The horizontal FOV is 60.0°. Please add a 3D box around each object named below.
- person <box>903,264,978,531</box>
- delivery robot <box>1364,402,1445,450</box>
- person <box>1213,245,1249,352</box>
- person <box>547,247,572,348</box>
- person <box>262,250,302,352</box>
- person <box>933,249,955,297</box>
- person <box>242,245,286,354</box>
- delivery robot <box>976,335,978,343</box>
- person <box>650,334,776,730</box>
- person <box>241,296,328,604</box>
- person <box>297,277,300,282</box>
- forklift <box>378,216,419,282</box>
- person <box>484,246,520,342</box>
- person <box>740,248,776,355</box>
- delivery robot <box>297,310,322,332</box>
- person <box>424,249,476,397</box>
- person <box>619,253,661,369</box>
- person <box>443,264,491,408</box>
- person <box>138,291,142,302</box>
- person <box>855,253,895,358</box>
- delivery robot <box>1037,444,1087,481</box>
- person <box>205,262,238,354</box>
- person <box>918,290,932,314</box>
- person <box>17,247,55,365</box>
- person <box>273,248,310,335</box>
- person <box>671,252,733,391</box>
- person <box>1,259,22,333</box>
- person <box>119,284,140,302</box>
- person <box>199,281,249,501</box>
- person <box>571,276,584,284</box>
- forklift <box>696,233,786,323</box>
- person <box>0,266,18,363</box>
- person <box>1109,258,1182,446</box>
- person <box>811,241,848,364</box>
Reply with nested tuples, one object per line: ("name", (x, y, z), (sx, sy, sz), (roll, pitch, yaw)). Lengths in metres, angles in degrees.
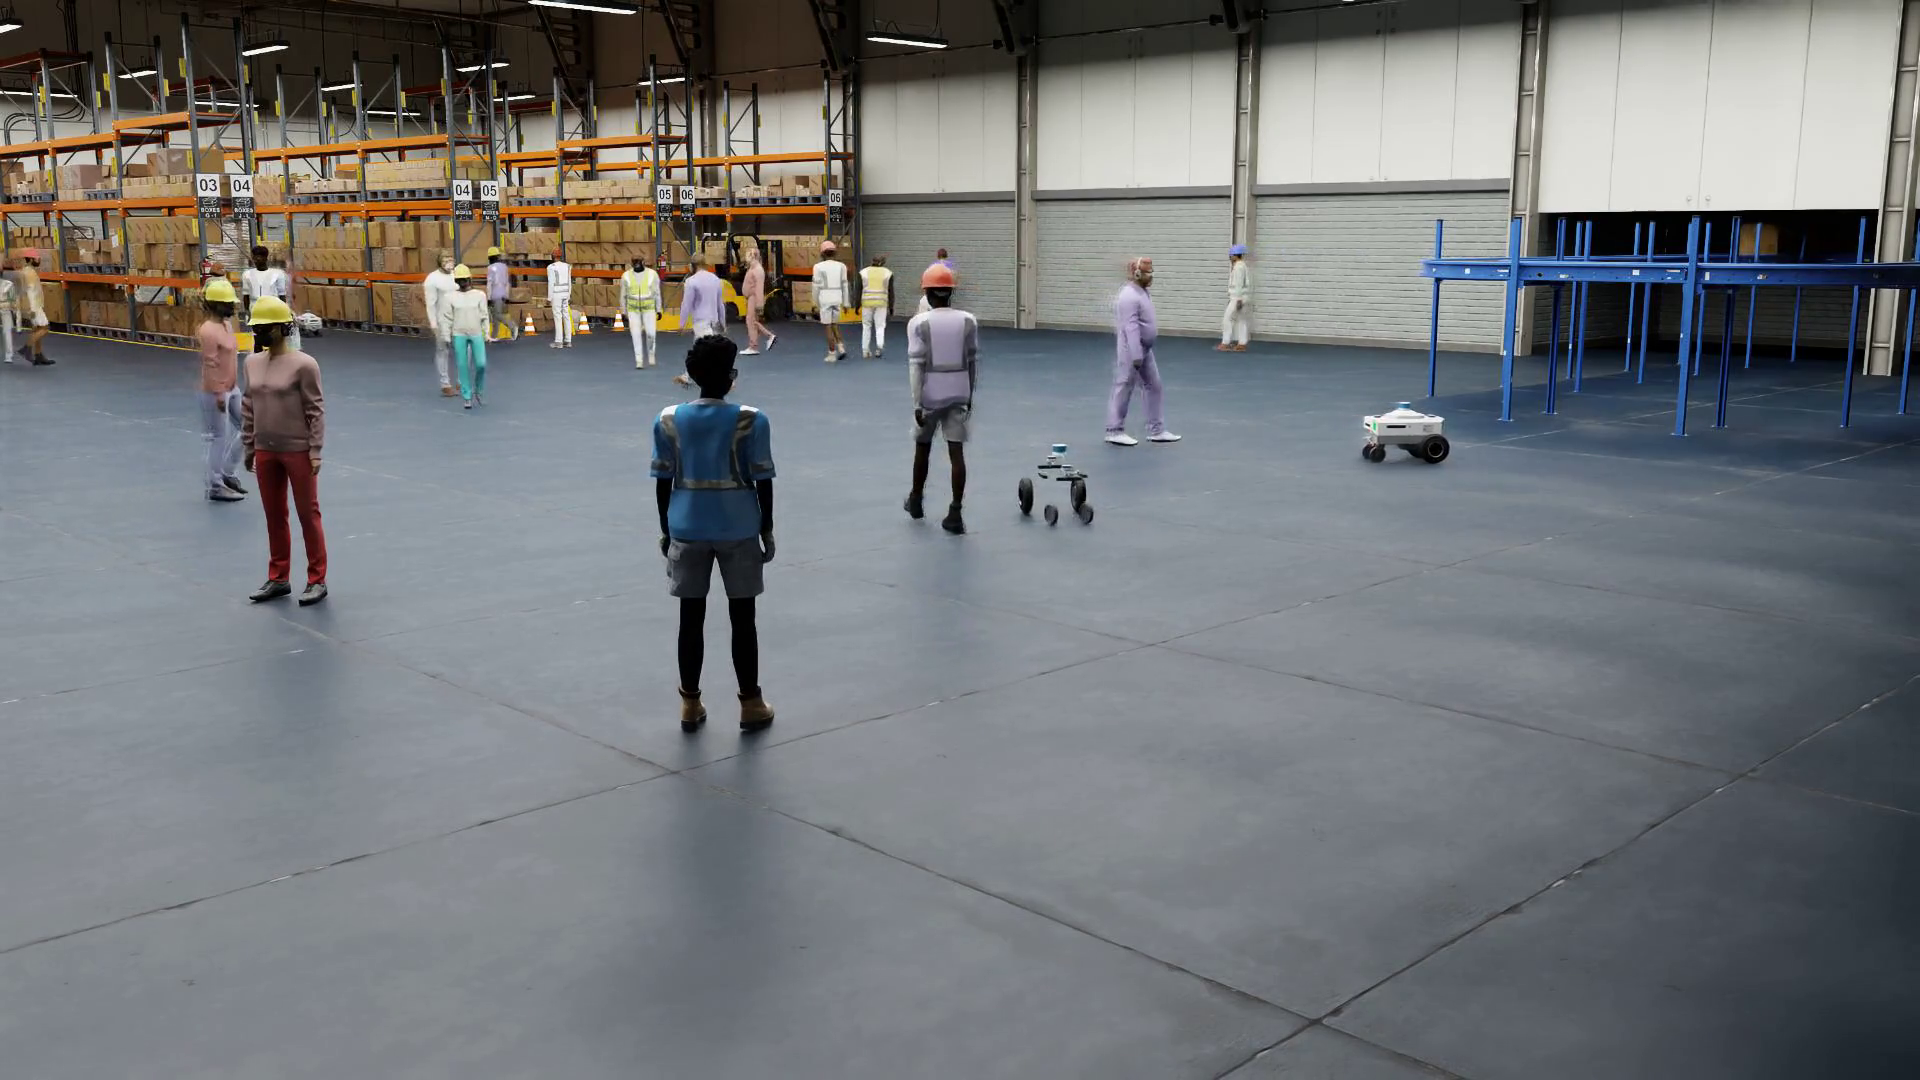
("person", (-0.159, -1.055, 12.178), (0.555, 1.894, 0.945), (-3, 11, -16))
("delivery robot", (4.199, -1.062, 15.734), (0.707, 0.478, 0.477), (0, 10, -2))
("person", (4.914, -4.380, 30.224), (0.765, 1.921, 0.657), (2, 11, 11))
("person", (-7.585, -4.584, 31.456), (0.356, 1.883, 0.572), (6, 12, 31))
("person", (-10.610, -3.545, 25.798), (0.627, 1.892, 1.036), (6, 12, 28))
("person", (-0.409, -5.864, 38.679), (0.585, 1.797, 0.966), (-5, 12, -27))
("person", (-10.235, -3.348, 24.497), (0.607, 1.962, 0.373), (-2, 11, -9))
("delivery robot", (-0.035, -3.449, 28.750), (0.707, 0.478, 0.477), (9, 14, 41))
("person", (-1.045, -0.032, 7.130), (0.539, 1.698, 0.318), (1, 10, 7))
("person", (-3.914, -0.518, 9.601), (0.533, 1.768, 0.310), (3, 11, 16))
("person", (-19.720, -7.874, 49.245), (0.379, 1.938, 0.547), (-2, 11, -11))
("forklift", (-17.868, -9.201, 54.028), (1.873, 2.768, 1.129), (-10, 14, -44))
("person", (-9.109, -4.866, 32.975), (0.817, 1.899, 0.589), (3, 11, 18))
("person", (-3.619, -4.249, 29.599), (0.578, 1.890, 0.670), (-2, 11, -13))
("delivery robot", (-13.708, -4.593, 34.986), (0.477, 0.478, 0.707), (-8, 13, -38))
("person", (-6.648, -2.832, 21.802), (0.714, 1.917, 0.666), (8, 13, 39))
("person", (-5.095, -3.651, 26.512), (0.661, 1.830, 0.447), (-1, 10, -6))
("person", (-6.056, -2.501, 20.419), (0.555, 1.752, 0.386), (-3, 11, -18))
("person", (-23.451, -7.381, 46.816), (0.859, 1.835, 0.548), (-3, 11, -14))
("person", (-1.468, -4.039, 28.708), (0.689, 1.805, 0.670), (0, 10, -2))
("delivery robot", (0.747, -0.606, 12.539), (0.335, 0.223, 0.698), (-2, 10, -9))
("person", (-13.140, -4.105, 29.525), (0.501, 1.631, 0.285), (3, 11, 14))
("person", (-0.247, -2.573, 21.239), (0.801, 1.592, 0.523), (6, 12, 31))
("person", (-15.131, -3.814, 27.164), (0.453, 1.925, 0.545), (-7, 13, -35))
("person", (-14.348, -5.270, 35.332), (1.026, 1.852, 0.664), (-2, 11, -9))
("person", (-3.503, -2.931, 22.467), (1.099, 1.869, 0.643), (6, 12, 30))
("person", (-20.719, -5.323, 36.300), (0.520, 1.584, 0.868), (-9, 13, -39))
("person", (-20.369, -6.294, 40.779), (0.355, 1.883, 0.573), (5, 11, 23))
("person", (-5.858, -1.184, 13.260), (0.410, 1.748, 0.560), (-1, 10, -4))
("person", (-10.508, -7.088, 45.521), (0.483, 1.737, 0.320), (3, 11, 18))
("forklift", (-5.496, -6.489, 41.108), (2.313, 2.155, 1.214), (-10, 14, -44))
("person", (-15.891, -3.732, 27.503), (0.533, 1.618, 0.581), (-3, 11, -17))
("person", (1.886, -1.882, 16.715), (0.832, 1.874, 0.683), (4, 11, 22))
("person", (-2.180, -3.953, 27.655), (0.602, 2.018, 0.475), (-7, 13, -34))
